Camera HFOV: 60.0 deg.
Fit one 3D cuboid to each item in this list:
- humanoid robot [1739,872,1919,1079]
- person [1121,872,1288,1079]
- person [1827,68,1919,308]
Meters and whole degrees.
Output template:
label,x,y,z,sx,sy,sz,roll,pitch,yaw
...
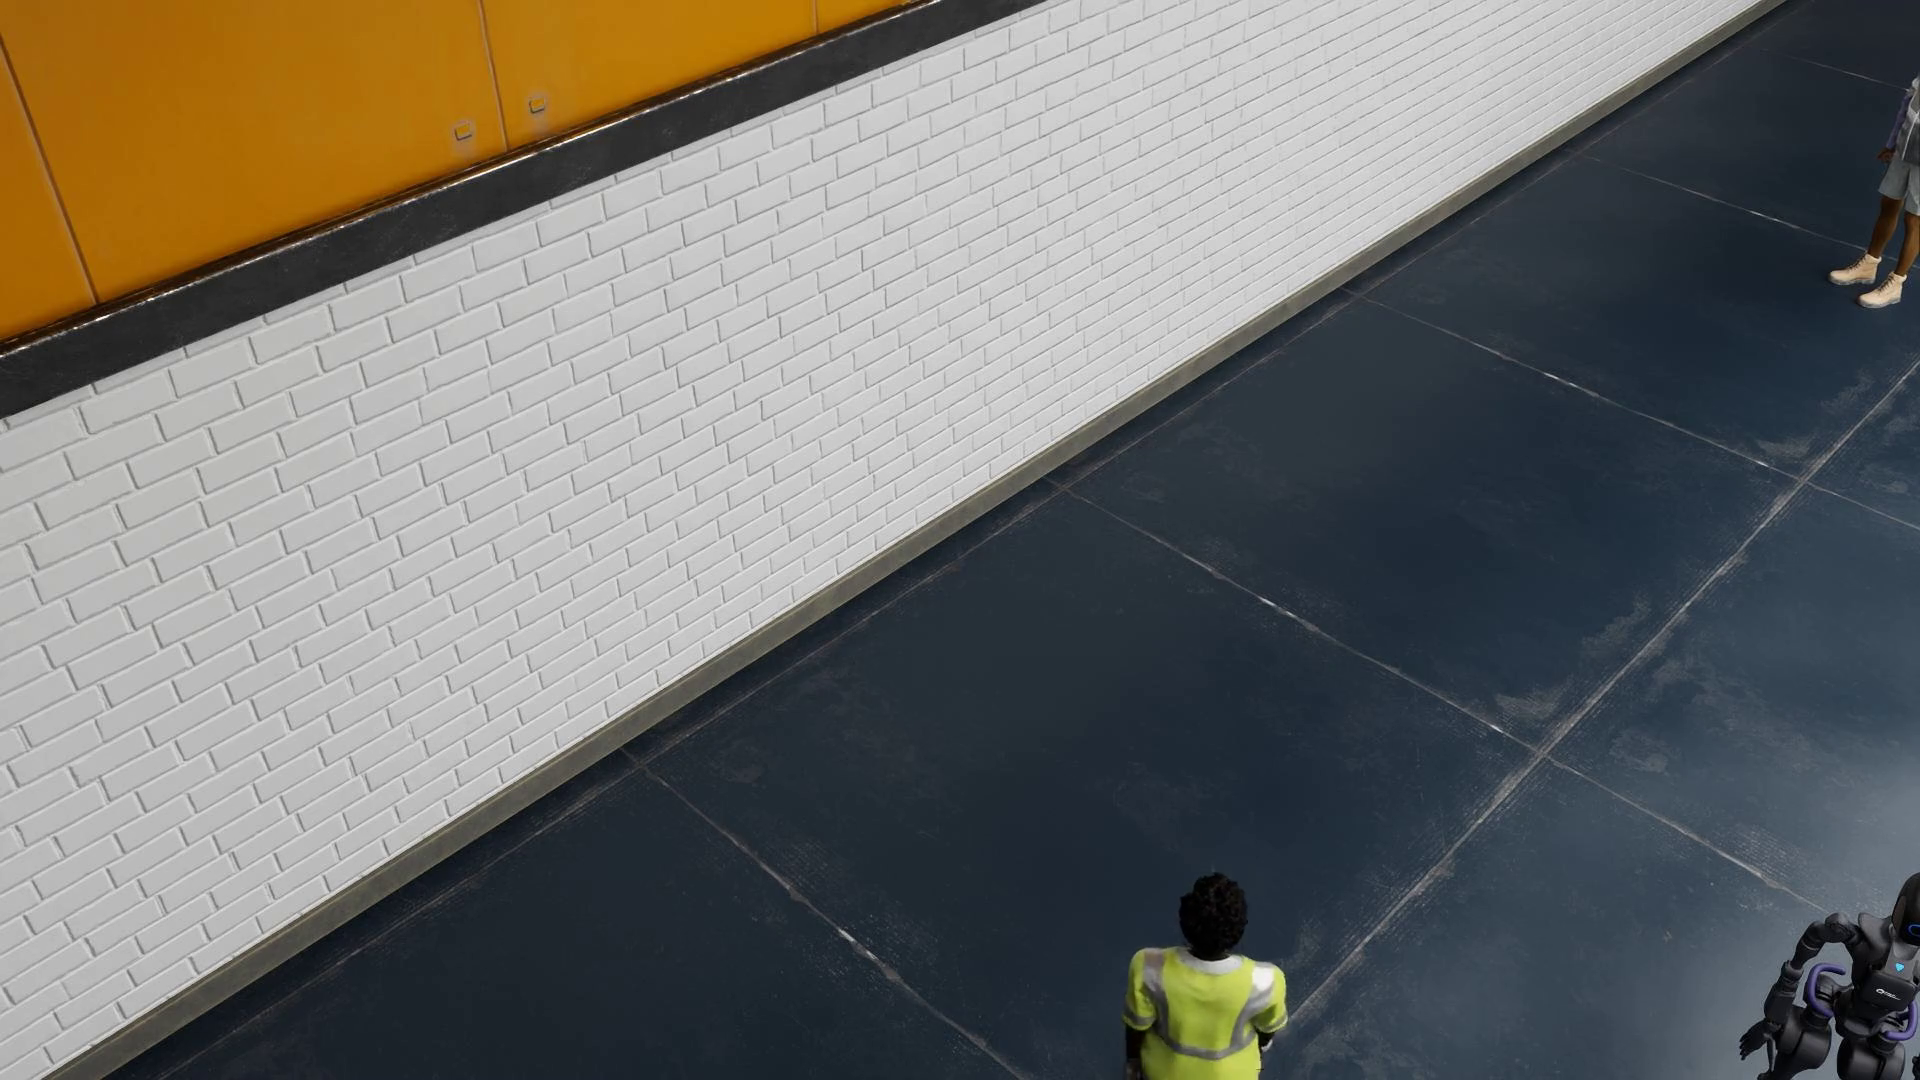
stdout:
label,x,y,z,sx,sy,sz,roll,pitch,yaw
humanoid robot,3.020,1.701,5.654,0.599,1.657,0.315,17,42,20
person,0.811,1.733,5.640,0.531,1.650,0.886,9,40,12
person,6.098,-2.452,10.568,0.370,2.042,0.613,-8,39,-9
